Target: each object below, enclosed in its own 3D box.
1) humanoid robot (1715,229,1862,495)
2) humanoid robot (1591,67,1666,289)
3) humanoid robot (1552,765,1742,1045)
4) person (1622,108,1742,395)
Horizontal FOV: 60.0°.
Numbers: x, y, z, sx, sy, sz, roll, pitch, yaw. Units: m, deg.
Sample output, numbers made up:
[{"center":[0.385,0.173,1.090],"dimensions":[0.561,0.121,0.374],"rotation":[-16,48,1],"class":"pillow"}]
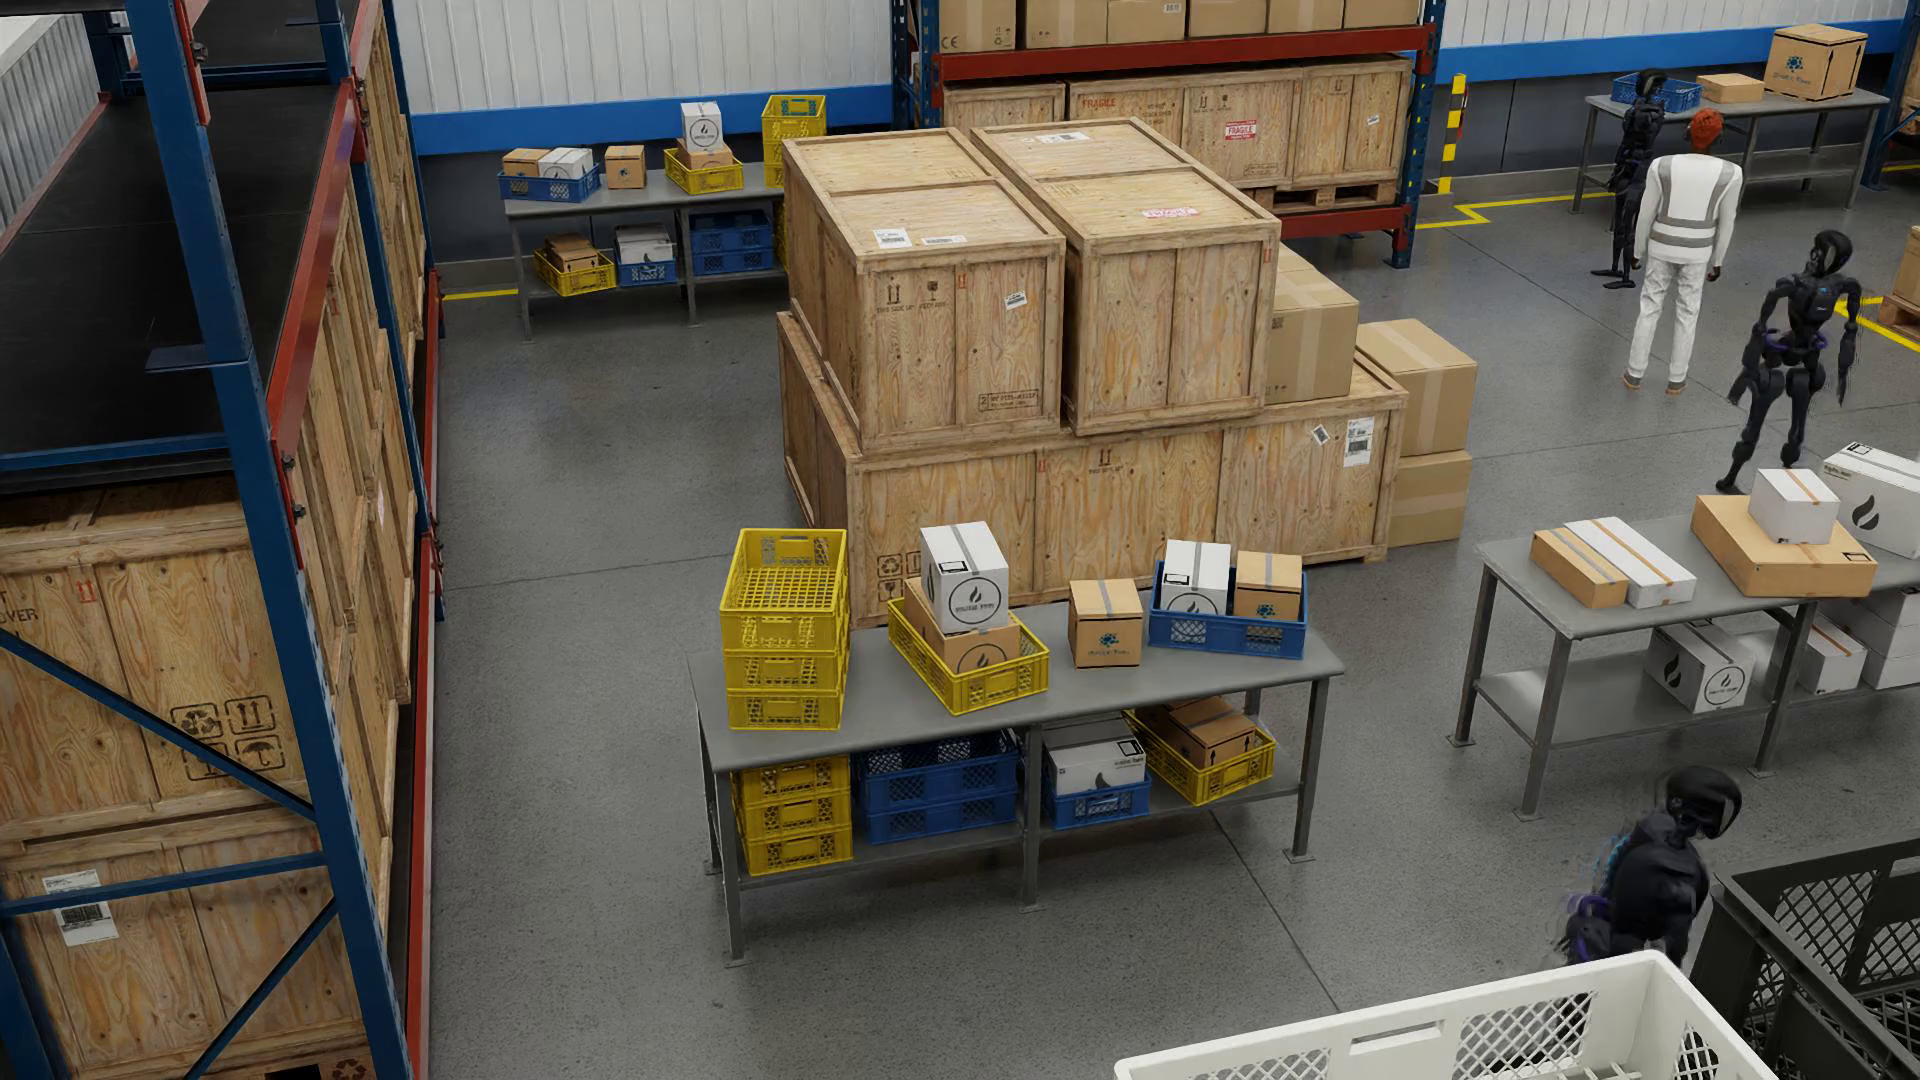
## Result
[{"center":[4.680,-0.973,9.415],"dimensions":[0.664,1.641,0.342],"rotation":[-1,29,-1],"class":"humanoid robot"},{"center":[5.099,-2.753,12.636],"dimensions":[0.326,1.660,0.591],"rotation":[1,29,2],"class":"humanoid robot"},{"center":[1.994,1.352,5.259],"dimensions":[0.773,1.614,0.598],"rotation":[10,30,17],"class":"humanoid robot"},{"center":[4.670,-1.858,10.817],"dimensions":[0.573,1.881,0.357],"rotation":[12,31,20],"class":"person"}]
